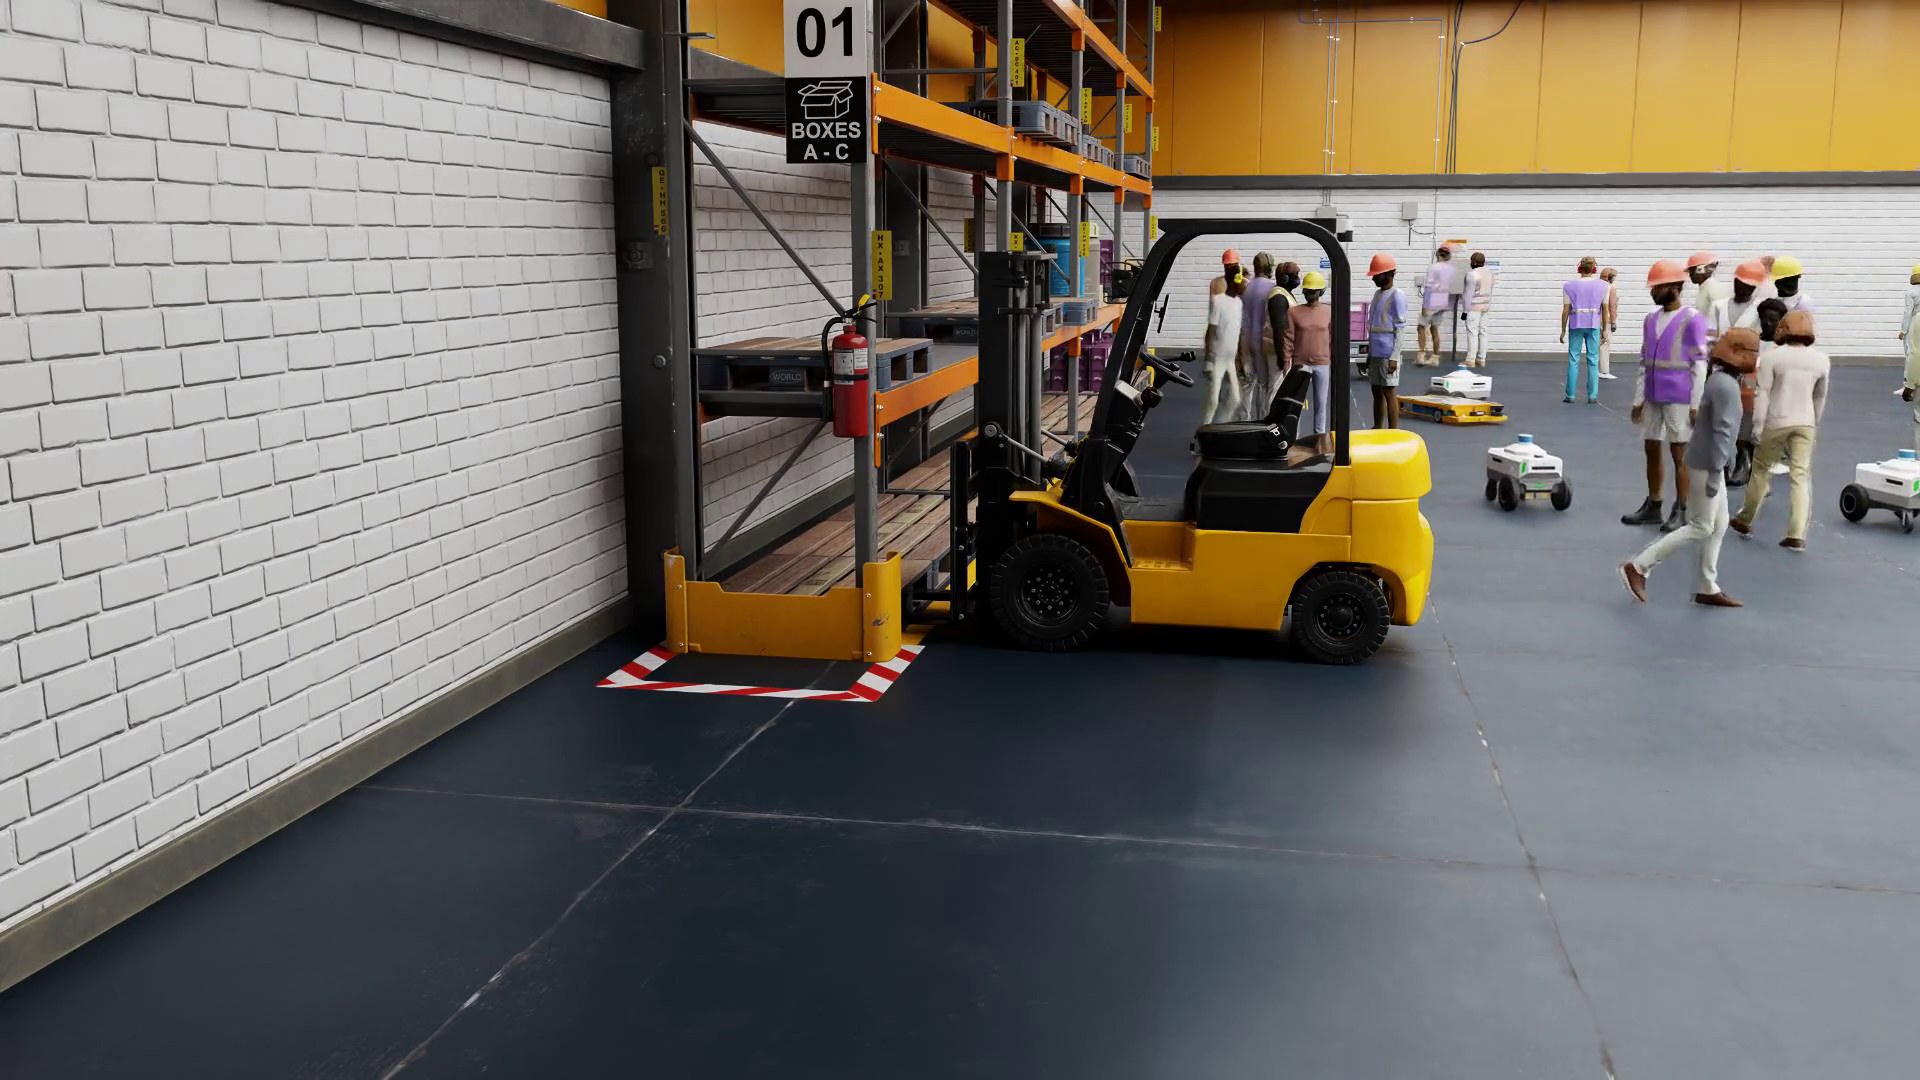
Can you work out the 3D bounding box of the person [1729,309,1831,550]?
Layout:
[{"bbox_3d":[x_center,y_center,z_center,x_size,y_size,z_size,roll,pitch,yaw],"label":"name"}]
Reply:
[{"bbox_3d":[5.597,-0.762,11.333,0.507,1.597,0.787,1,10,4],"label":"person"}]

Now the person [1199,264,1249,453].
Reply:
[{"bbox_3d":[2.455,-1.668,15.650,0.357,1.846,0.653,9,14,42],"label":"person"}]

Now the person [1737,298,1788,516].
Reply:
[{"bbox_3d":[6.112,-1.010,12.642,0.920,1.661,0.539,-10,14,-44],"label":"person"}]

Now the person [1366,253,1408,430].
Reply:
[{"bbox_3d":[4.134,-1.834,16.309,0.372,1.928,0.543,-3,11,-15],"label":"person"}]

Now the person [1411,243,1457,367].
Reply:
[{"bbox_3d":[7.566,-3.746,26.662,0.721,1.986,0.466,-8,13,-38],"label":"person"}]

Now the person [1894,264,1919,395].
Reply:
[{"bbox_3d":[12.689,-2.787,22.064,0.484,1.736,0.308,-2,11,-10],"label":"person"}]

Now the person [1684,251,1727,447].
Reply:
[{"bbox_3d":[7.460,-1.892,16.570,0.628,1.944,0.648,3,11,18],"label":"person"}]

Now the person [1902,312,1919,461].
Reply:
[{"bbox_3d":[8.105,-1.326,13.785,0.596,1.832,0.404,-1,10,-7],"label":"person"}]

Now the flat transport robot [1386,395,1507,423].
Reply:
[{"bbox_3d":[5.569,-1.516,19.110,0.652,0.197,1.431,-4,11,-19],"label":"flat transport robot"}]

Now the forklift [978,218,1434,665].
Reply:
[{"bbox_3d":[1.285,-0.567,8.635,2.313,2.155,1.214,2,11,11],"label":"forklift"}]

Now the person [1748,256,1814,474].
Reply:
[{"bbox_3d":[7.275,-1.538,14.715,0.381,1.918,0.585,0,10,0],"label":"person"}]

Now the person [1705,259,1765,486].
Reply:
[{"bbox_3d":[6.402,-1.368,13.798,0.415,1.911,0.584,-7,12,-32],"label":"person"}]

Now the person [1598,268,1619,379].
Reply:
[{"bbox_3d":[9.539,-3.202,24.612,0.307,1.637,0.512,-2,11,-12],"label":"person"}]

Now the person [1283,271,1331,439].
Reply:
[{"bbox_3d":[3.341,-1.667,15.846,0.533,1.765,0.321,2,11,11],"label":"person"}]

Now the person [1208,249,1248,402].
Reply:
[{"bbox_3d":[3.409,-2.701,21.037,0.551,1.936,0.356,2,11,12],"label":"person"}]

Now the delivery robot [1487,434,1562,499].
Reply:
[{"bbox_3d":[4.384,-0.577,12.928,0.477,0.478,0.707,-1,10,-5],"label":"delivery robot"}]

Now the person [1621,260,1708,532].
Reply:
[{"bbox_3d":[5.042,-1.018,11.889,0.395,1.923,0.590,-4,11,-19],"label":"person"}]

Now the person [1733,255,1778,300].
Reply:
[{"bbox_3d":[9.206,-2.330,19.149,0.503,1.888,0.671,-9,14,-42],"label":"person"}]

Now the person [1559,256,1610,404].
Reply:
[{"bbox_3d":[7.841,-2.632,20.903,0.563,1.847,0.389,2,11,13],"label":"person"}]

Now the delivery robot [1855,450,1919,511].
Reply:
[{"bbox_3d":[6.818,-0.409,12.008,0.477,0.478,0.707,-1,10,-6],"label":"delivery robot"}]

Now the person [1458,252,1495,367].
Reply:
[{"bbox_3d":[8.292,-3.697,26.761,0.619,1.845,0.430,-7,13,-34],"label":"person"}]

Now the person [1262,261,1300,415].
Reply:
[{"bbox_3d":[3.272,-1.884,16.821,0.430,1.845,0.622,3,11,15],"label":"person"}]

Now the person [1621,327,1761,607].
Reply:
[{"bbox_3d":[4.120,-0.404,9.368,0.626,1.601,0.518,4,11,19],"label":"person"}]

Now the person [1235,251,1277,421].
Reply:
[{"bbox_3d":[3.084,-1.990,17.134,0.376,1.940,0.627,-7,13,-35],"label":"person"}]

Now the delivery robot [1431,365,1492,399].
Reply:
[{"bbox_3d":[6.002,-1.848,19.897,0.707,0.478,0.477,-4,11,-23],"label":"delivery robot"}]
